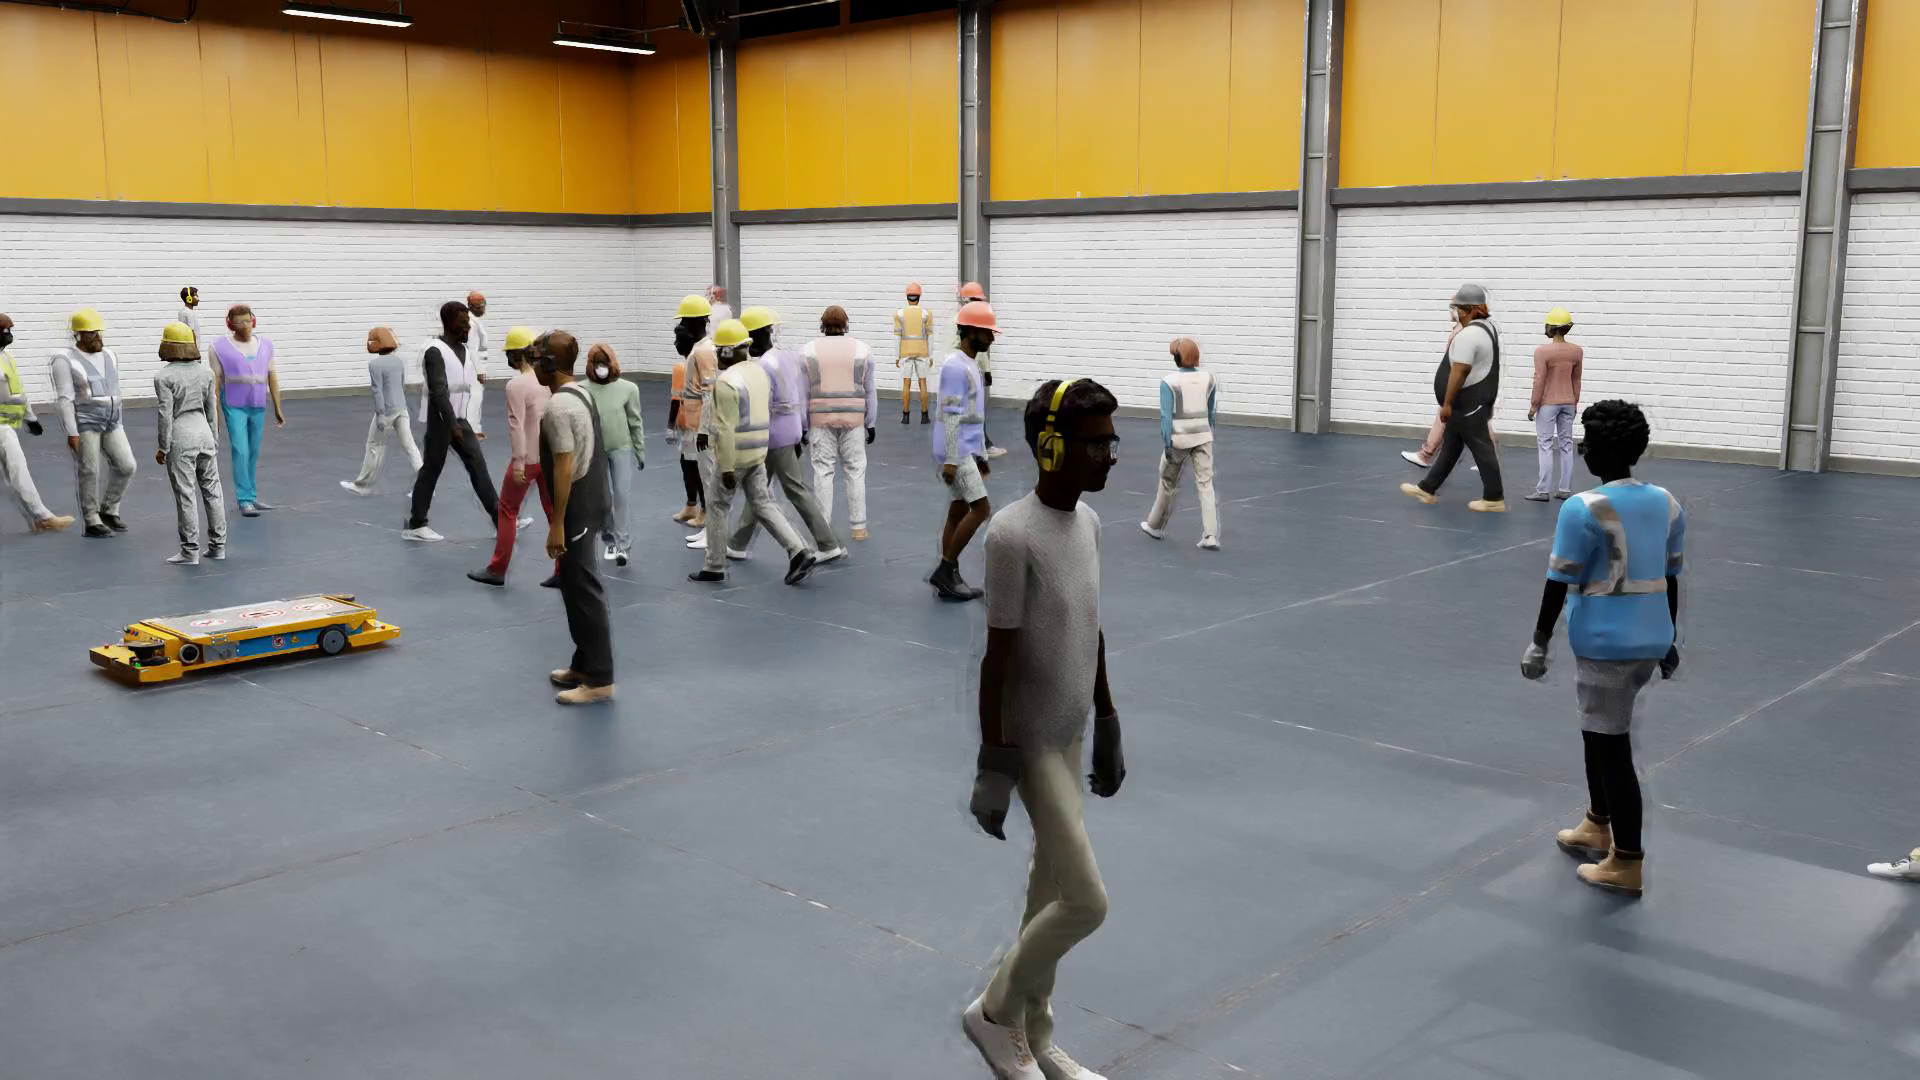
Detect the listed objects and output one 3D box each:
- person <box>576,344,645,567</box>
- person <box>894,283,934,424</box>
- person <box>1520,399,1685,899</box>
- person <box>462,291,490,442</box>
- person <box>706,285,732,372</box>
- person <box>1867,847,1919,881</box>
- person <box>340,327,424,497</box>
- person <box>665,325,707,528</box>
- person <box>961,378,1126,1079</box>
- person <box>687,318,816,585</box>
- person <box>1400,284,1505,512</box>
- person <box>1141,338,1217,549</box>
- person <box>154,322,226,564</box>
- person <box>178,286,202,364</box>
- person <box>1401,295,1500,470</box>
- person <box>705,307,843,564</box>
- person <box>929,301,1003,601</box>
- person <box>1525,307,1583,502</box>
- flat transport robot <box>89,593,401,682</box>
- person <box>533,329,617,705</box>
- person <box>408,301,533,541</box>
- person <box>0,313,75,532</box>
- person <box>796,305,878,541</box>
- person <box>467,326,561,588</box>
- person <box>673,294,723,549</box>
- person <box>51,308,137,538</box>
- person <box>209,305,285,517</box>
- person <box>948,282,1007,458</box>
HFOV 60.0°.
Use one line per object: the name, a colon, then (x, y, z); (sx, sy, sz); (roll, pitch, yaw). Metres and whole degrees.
person: (-2.513, -0.594, 11.848); (0.513, 1.586, 0.892); (-1, 9, -7)
person: (-0.629, -2.543, 22.743); (0.542, 1.930, 0.366); (0, 9, 0)
person: (2.193, 0.354, 5.738); (0.549, 1.675, 0.608); (-6, 11, -34)
person: (-5.957, -2.132, 20.477); (0.348, 1.860, 0.714); (-1, 9, -9)
person: (-3.472, -2.744, 24.099); (0.711, 1.888, 0.654); (3, 10, 15)
person: (3.522, 0.435, 5.488); (0.748, 1.601, 0.512); (5, 11, 28)
person: (-5.323, -1.172, 15.399); (0.889, 1.583, 0.522); (3, 10, 17)
person: (-2.255, -0.934, 13.616); (0.593, 1.674, 0.557); (3, 10, 19)
person: (0.257, 0.522, 4.176); (0.396, 1.853, 0.567); (5, 10, 27)
person: (-1.398, -0.574, 11.098); (0.844, 1.802, 0.591); (4, 10, 24)
person: (4.410, -1.282, 14.671); (1.002, 2.000, 0.697); (6, 11, 32)
person: (1.730, -0.745, 12.759); (0.516, 1.591, 0.875); (-3, 10, -20)
person: (-5.570, -0.695, 11.981); (0.299, 1.745, 0.483); (5, 10, 28)
person: (-10.853, -2.641, 23.543); (0.321, 1.866, 0.532); (-7, 12, -38)
person: (5.252, -1.653, 17.530); (1.013, 1.851, 0.647); (7, 12, 38)
person: (-1.317, -0.738, 11.913); (1.019, 1.867, 0.624); (1, 9, 5)
person: (0.047, -0.561, 10.638); (0.451, 1.915, 0.547); (1, 9, 7)
person: (5.422, -1.229, 15.176); (0.533, 1.772, 0.298); (-3, 10, -20)
flat transport robot: (-3.883, 0.511, 9.089); (0.652, 0.197, 1.431); (9, 13, 42)
person: (-1.909, -0.110, 8.171); (0.474, 1.825, 0.527); (0, 9, -1)
person: (-3.882, -0.906, 12.905); (1.003, 1.867, 0.614); (2, 9, 12)
person: (-7.737, -0.940, 13.397); (0.947, 1.788, 0.645); (-2, 10, -14)
person: (-0.957, -0.903, 12.963); (0.633, 1.840, 0.429); (-1, 9, -8)
person: (-2.928, -0.541, 11.033); (0.817, 1.730, 0.555); (3, 10, 19)
person: (-1.969, -0.895, 12.647); (0.383, 1.924, 0.594); (-1, 9, -9)
person: (-6.801, -0.911, 13.084); (0.443, 1.812, 0.616); (4, 10, 21)
person: (-6.174, -1.114, 14.395); (0.641, 1.810, 0.578); (6, 11, 35)
person: (0.216, -1.886, 18.597); (0.889, 1.960, 0.653); (4, 10, 22)
